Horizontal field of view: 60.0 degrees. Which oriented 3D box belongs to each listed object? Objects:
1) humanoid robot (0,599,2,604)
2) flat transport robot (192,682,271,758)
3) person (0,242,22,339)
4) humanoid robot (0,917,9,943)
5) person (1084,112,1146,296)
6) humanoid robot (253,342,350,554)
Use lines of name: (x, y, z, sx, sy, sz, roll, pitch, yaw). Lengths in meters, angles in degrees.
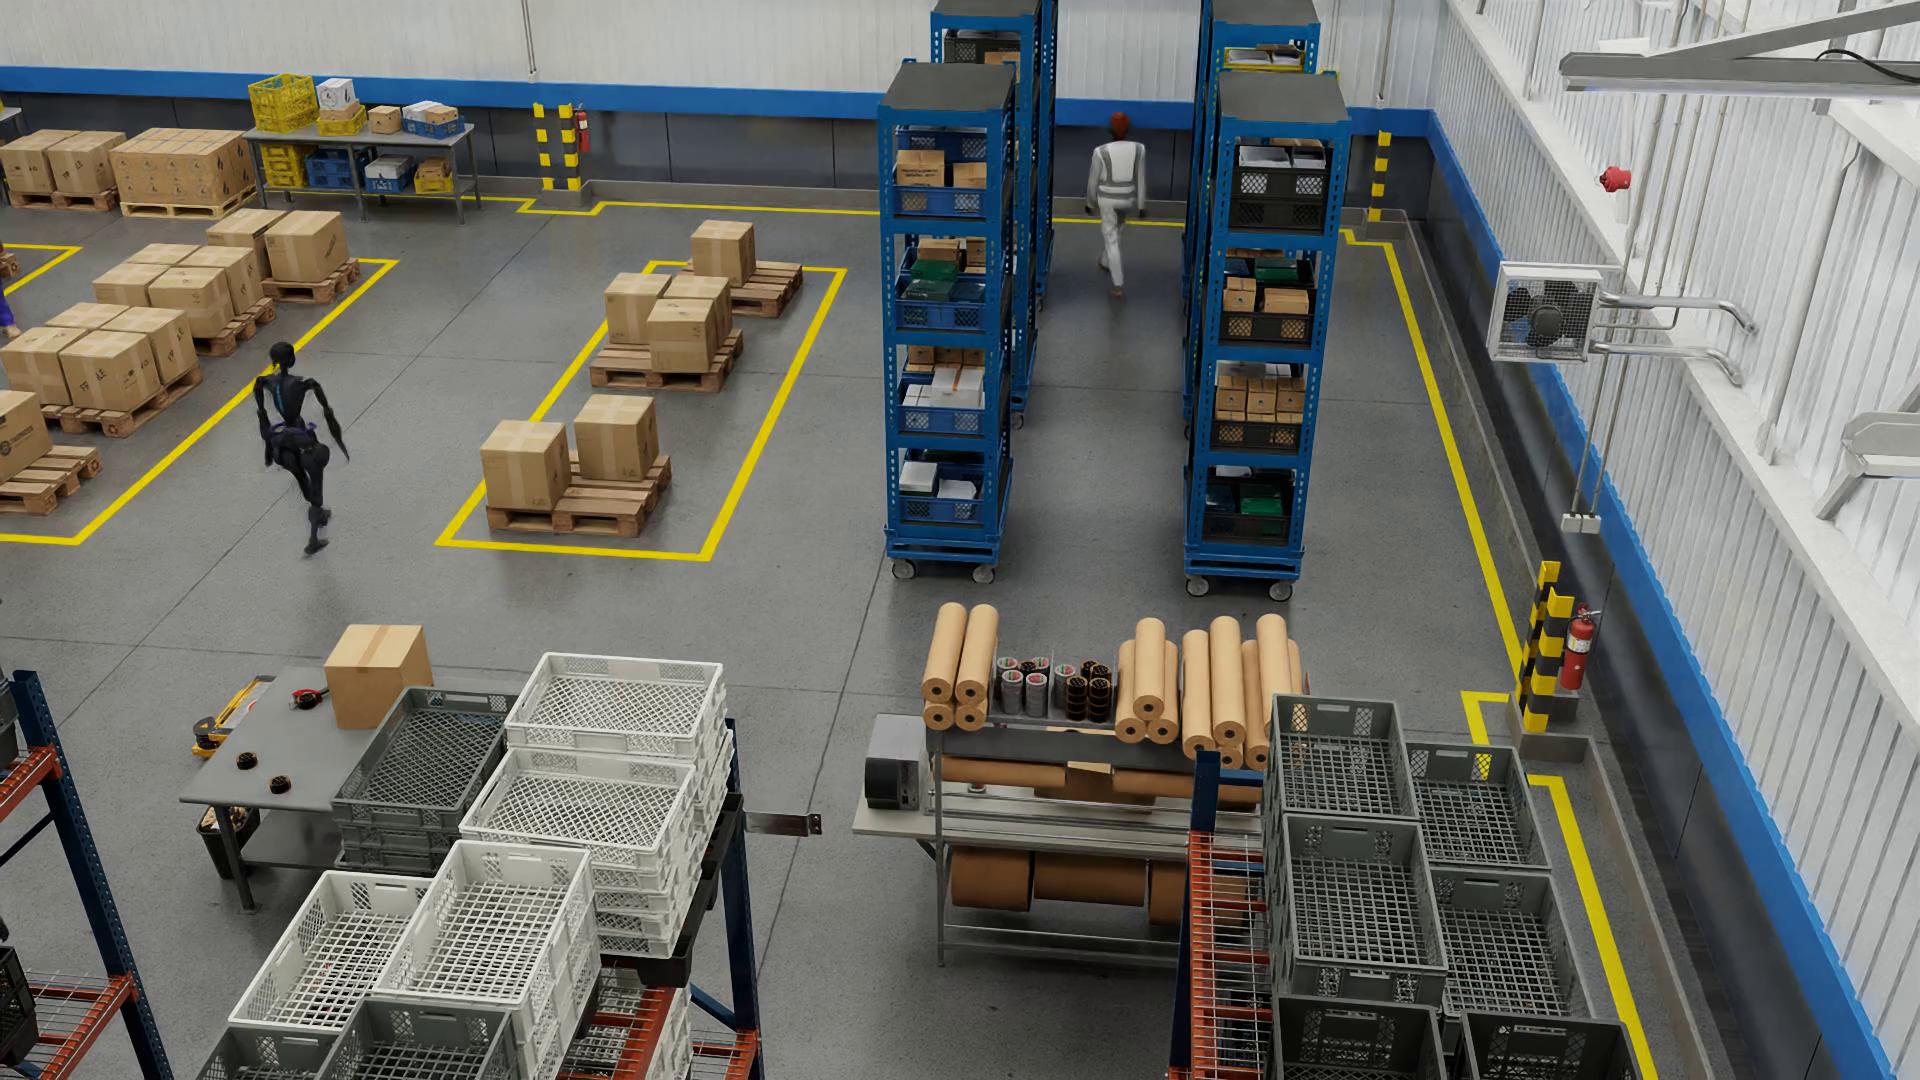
humanoid robot: (-7.196, -0.232, 11.654, 0.589, 1.660, 0.327, 3, 30, 5)
flat transport robot: (-4.089, 1.163, 10.648, 1.431, 0.197, 0.652, 3, 30, 6)
person: (-9.433, -2.819, 15.756, 0.690, 2.000, 0.538, -26, 39, -37)
humanoid robot: (-5.007, 1.810, 8.151, 0.589, 1.657, 0.327, 3, 30, 5)
person: (1.592, -3.488, 17.113, 0.583, 1.832, 0.988, -10, 32, -16)
humanoid robot: (-4.980, -0.733, 12.571, 0.592, 1.626, 0.700, 4, 30, 6)
